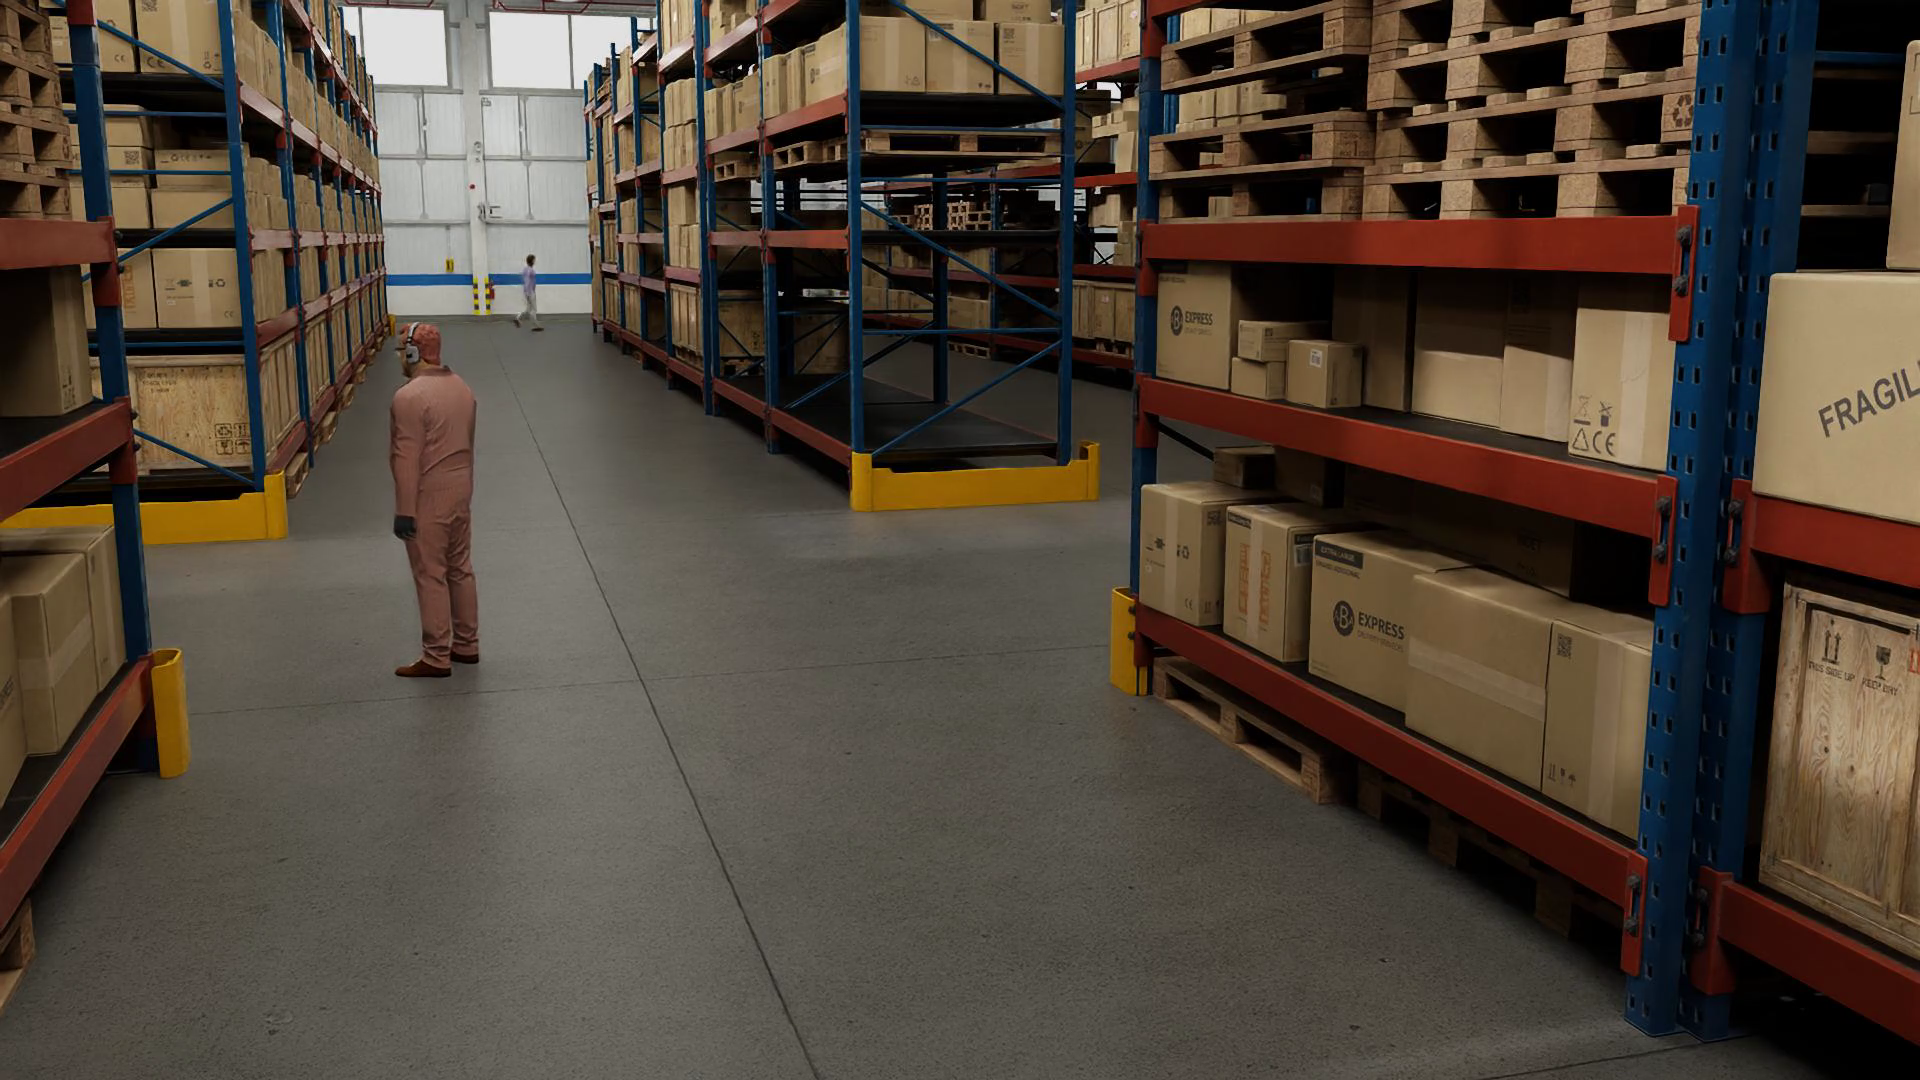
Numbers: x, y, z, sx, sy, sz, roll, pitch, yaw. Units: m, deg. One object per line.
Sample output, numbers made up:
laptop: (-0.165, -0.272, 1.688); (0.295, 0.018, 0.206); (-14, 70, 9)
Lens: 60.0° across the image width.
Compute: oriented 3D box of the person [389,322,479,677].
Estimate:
person: (-2.851, -0.217, 8.962); (0.399, 1.899, 0.646); (2, 11, 13)

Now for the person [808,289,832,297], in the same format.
person: (-3.570, -6.334, 42.418); (0.625, 1.925, 0.702); (-2, 11, -11)

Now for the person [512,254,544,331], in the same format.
person: (-10.778, -6.143, 41.377); (0.698, 1.925, 0.636); (-2, 10, -10)
